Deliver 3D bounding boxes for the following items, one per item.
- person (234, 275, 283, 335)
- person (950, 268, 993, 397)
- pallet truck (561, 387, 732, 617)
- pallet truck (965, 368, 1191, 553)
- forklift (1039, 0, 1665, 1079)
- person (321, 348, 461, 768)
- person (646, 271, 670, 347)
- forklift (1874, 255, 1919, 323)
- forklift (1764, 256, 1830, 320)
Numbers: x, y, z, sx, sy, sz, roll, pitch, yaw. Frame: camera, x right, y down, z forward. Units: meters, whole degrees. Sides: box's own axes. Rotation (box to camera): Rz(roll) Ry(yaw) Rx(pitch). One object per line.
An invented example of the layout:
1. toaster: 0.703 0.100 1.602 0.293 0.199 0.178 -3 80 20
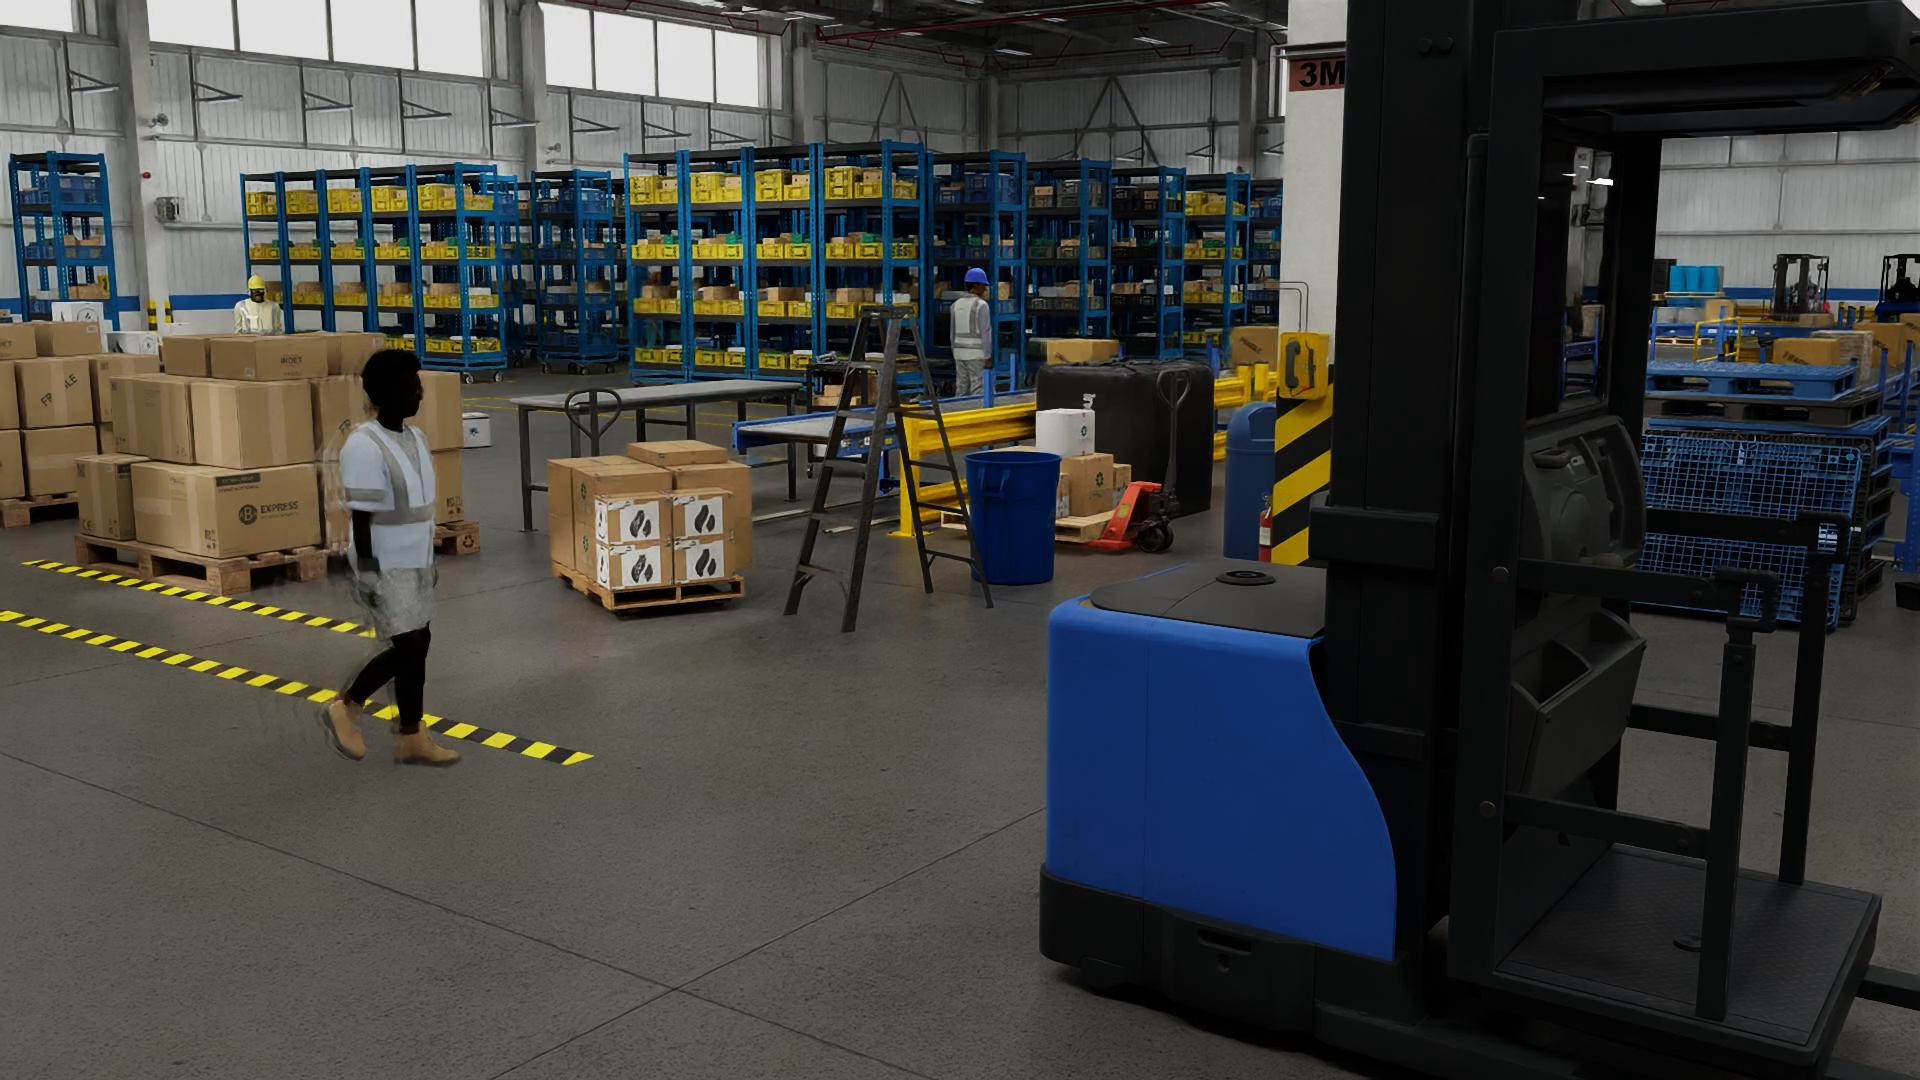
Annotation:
1. person: -9.073 -2.502 21.560 0.588 1.833 0.404 -7 12 -35
2. person: 0.143 -2.027 18.410 0.402 1.941 0.602 -8 12 -40
3. pallet truck: -1.981 -0.274 10.088 0.680 1.201 1.601 -5 11 -28
4. pallet truck: 0.845 -0.609 11.869 1.630 1.274 0.653 7 12 35
5. forklift: 1.249 -0.137 4.360 1.873 2.768 1.129 7 12 35
6. person: -2.246 0.087 6.549 0.427 1.684 0.550 2 10 9
7. person: -5.580 -4.028 30.664 0.574 1.825 0.631 5 11 26
8. forklift: 22.089 -5.634 38.796 1.157 1.987 2.680 6 11 33
9. forklift: 20.253 -5.854 40.139 1.157 1.987 2.680 7 12 35
